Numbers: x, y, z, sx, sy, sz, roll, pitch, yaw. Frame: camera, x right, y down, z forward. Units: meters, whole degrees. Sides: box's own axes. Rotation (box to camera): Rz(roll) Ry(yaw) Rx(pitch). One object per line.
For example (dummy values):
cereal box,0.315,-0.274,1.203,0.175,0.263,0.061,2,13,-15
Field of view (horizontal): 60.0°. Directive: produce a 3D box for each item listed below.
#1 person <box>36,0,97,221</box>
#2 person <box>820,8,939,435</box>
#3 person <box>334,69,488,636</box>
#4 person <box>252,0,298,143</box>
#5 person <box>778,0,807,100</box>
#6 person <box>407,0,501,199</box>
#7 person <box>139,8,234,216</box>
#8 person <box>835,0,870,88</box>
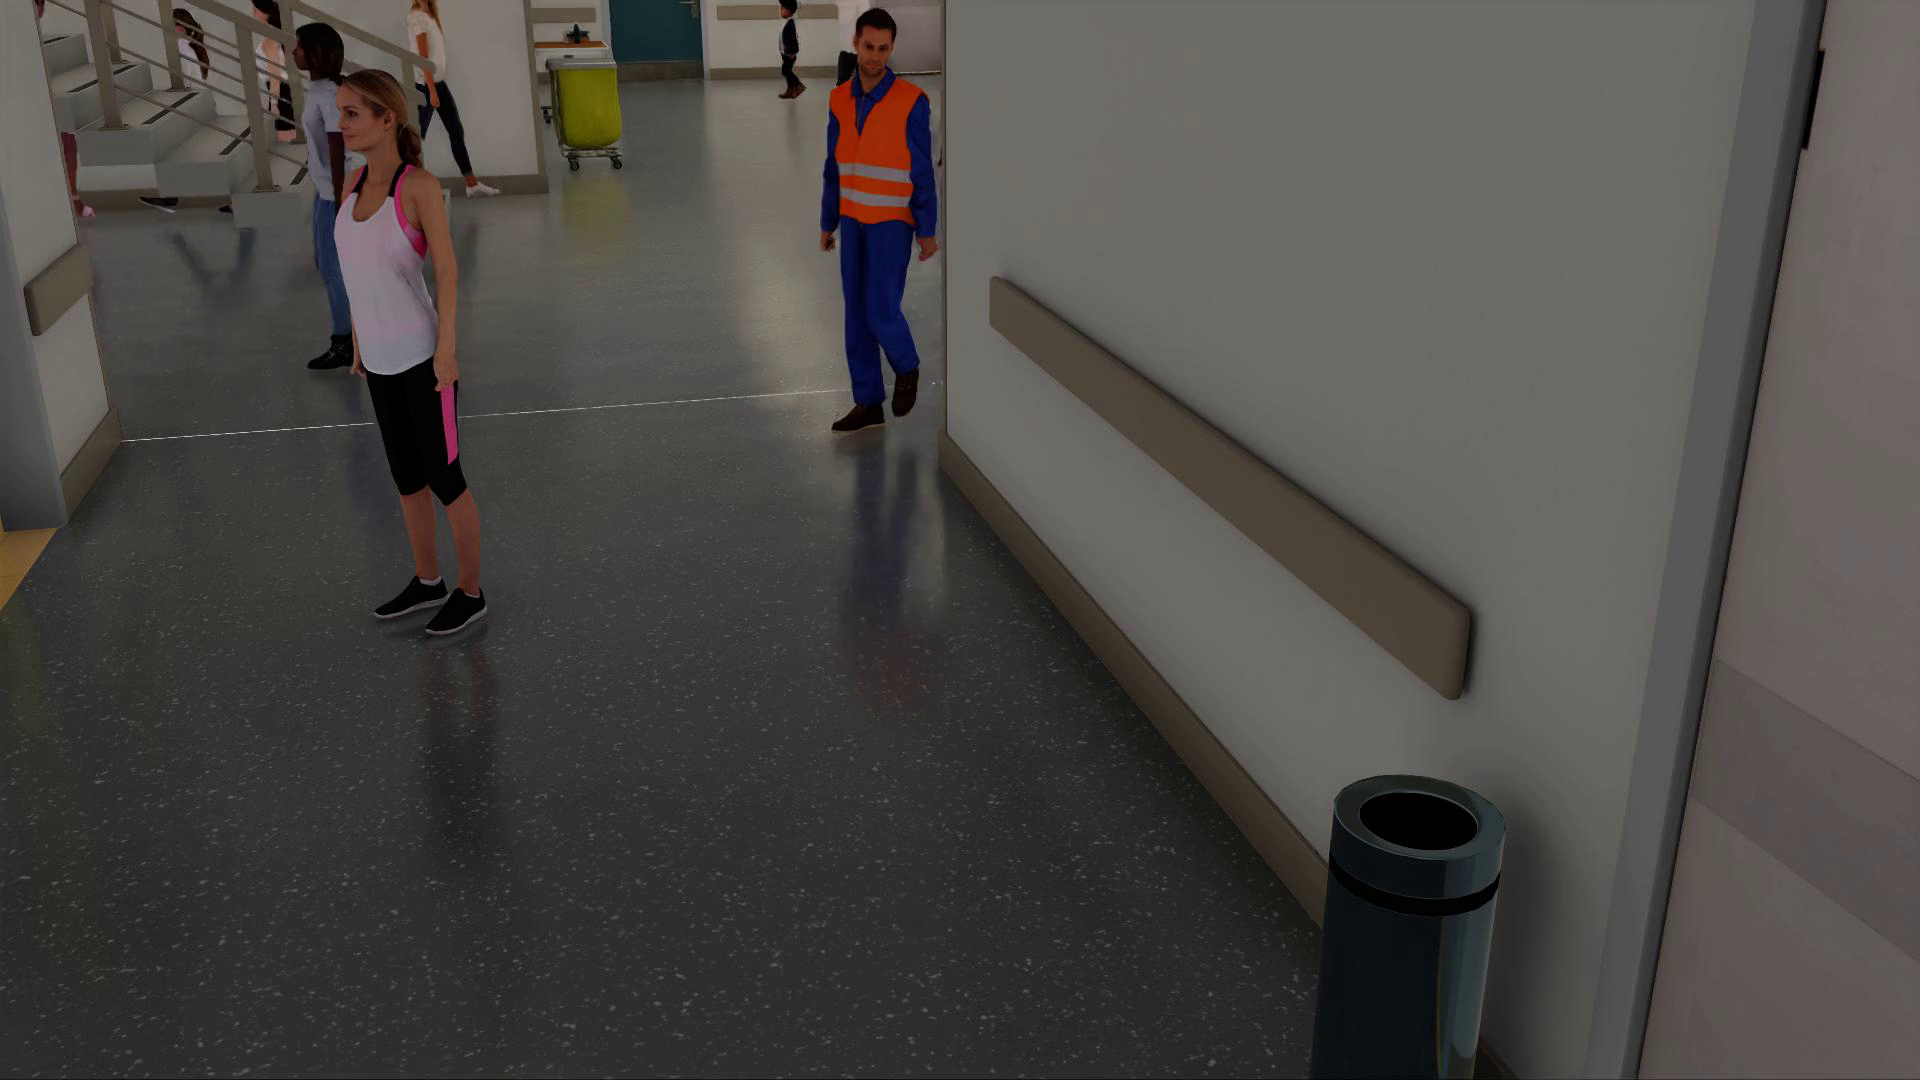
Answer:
person,-6.867,-3.172,12.167,0.804,1.768,0.726,-18,27,-39
person,-0.304,-1.367,7.291,0.924,1.846,0.981,14,25,32
person,-1.740,-0.573,5.279,0.683,1.786,0.731,13,24,30
person,-5.147,-3.371,12.878,0.584,1.636,0.571,-5,21,-12
person,-2.074,-6.105,20.688,0.550,1.216,0.500,-6,22,-15
person,-4.303,-3.540,13.142,1.229,1.766,0.761,-2,21,-6
person,-5.674,-3.185,12.562,1.043,1.511,0.564,-7,22,-17
person,-1.056,-5.190,17.577,1.026,1.679,0.923,-19,28,-40
